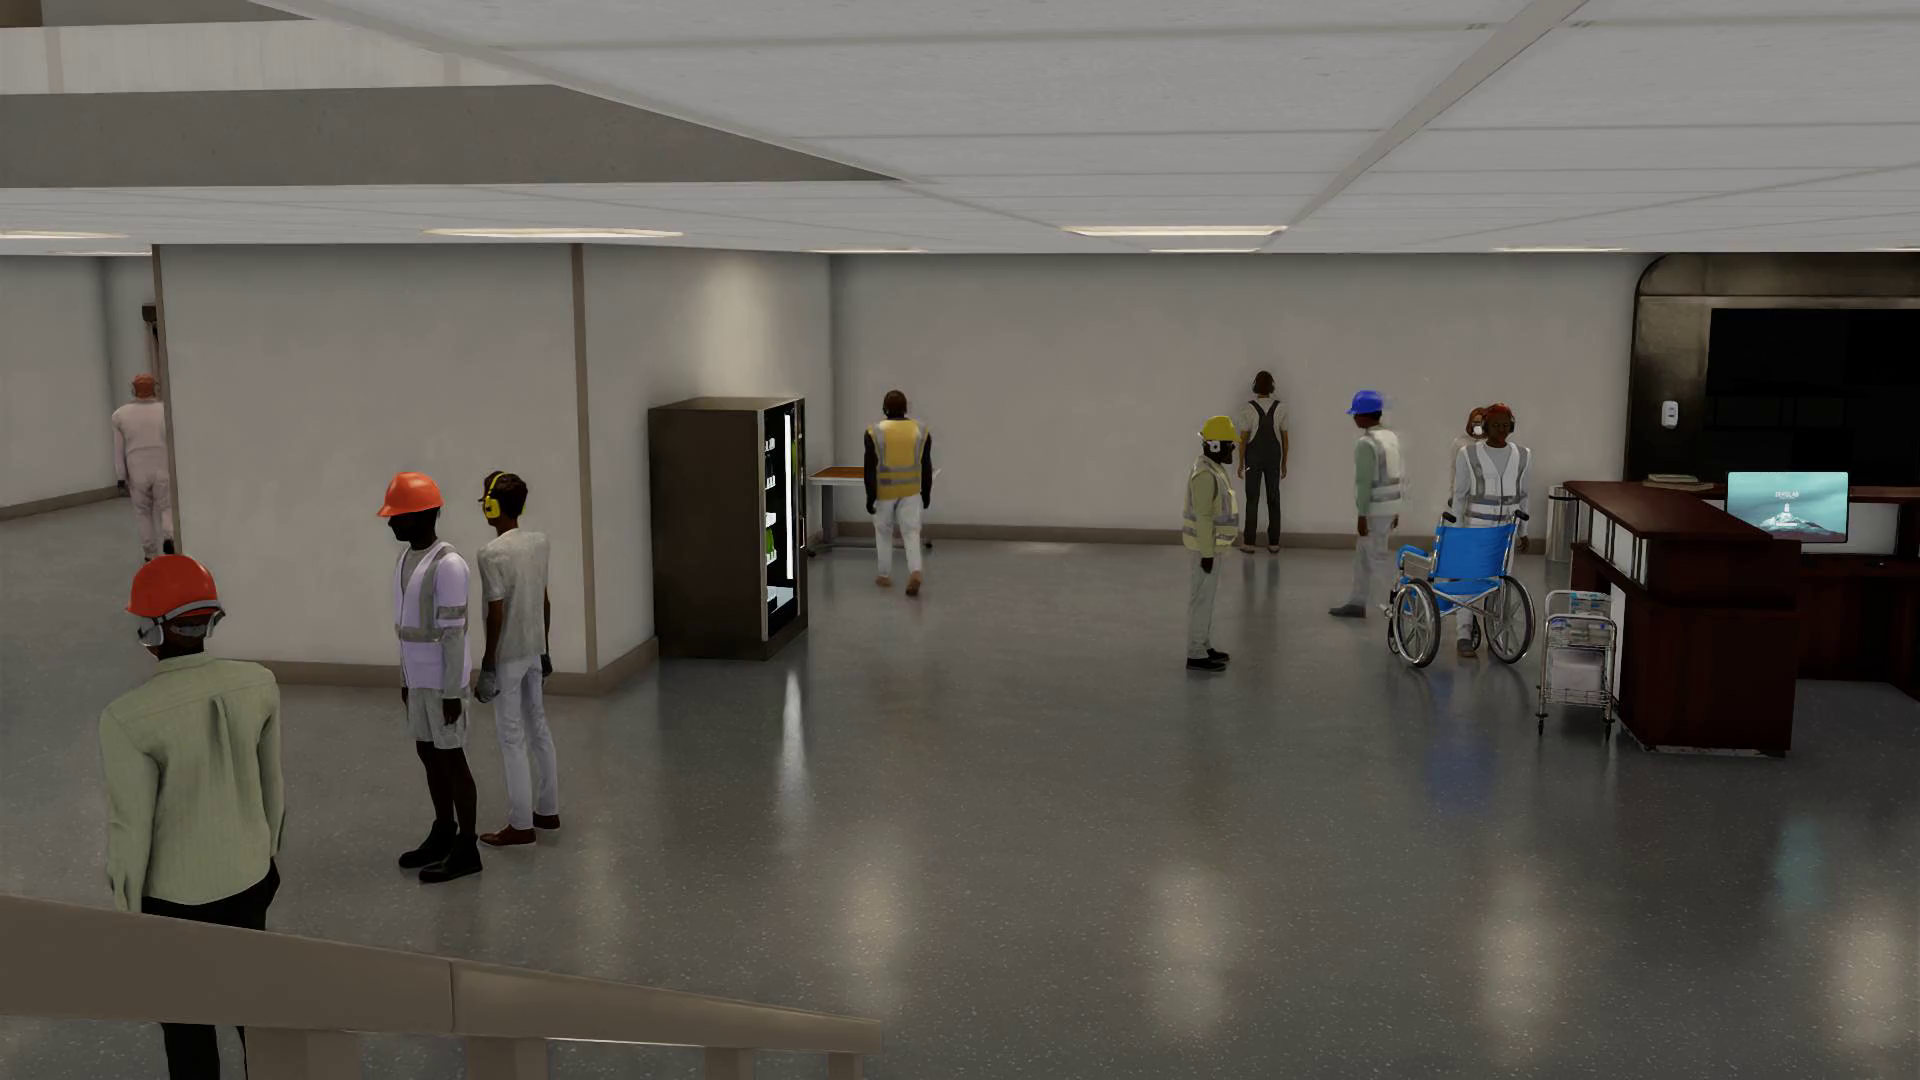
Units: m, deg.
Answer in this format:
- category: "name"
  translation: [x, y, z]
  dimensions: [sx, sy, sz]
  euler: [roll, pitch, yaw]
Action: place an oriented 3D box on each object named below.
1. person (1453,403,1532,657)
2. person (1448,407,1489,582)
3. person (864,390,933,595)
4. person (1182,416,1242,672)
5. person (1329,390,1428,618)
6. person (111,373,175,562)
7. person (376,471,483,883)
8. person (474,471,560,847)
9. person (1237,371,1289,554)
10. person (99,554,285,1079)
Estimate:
- category: "person"
  translation: [3.914, -0.071, 12.259]
  dimensions: [0.584, 1.882, 0.337]
  euler: [-1, 9, -6]
- category: "person"
  translation: [4.674, -0.392, 15.052]
  dimensions: [0.504, 1.627, 0.285]
  euler: [6, 11, 32]
- category: "person"
  translation: [-0.537, -0.426, 14.708]
  dimensions: [0.636, 1.809, 0.907]
  euler: [-3, 10, -16]
- category: "person"
  translation: [1.795, 0.022, 11.891]
  dimensions: [0.404, 1.825, 0.595]
  euler: [2, 9, 13]
- category: "person"
  translation: [3.424, -0.250, 13.334]
  dimensions: [0.875, 1.906, 0.650]
  euler: [7, 11, 35]
- category: "person"
  translation: [-7.736, -0.661, 15.946]
  dimensions: [0.661, 1.871, 0.842]
  euler: [-4, 10, -24]
- category: "person"
  translation: [-2.491, 0.637, 7.782]
  dimensions: [0.539, 1.929, 0.384]
  euler: [9, 13, 44]
- category: "person"
  translation: [-2.213, 0.588, 8.242]
  dimensions: [0.311, 1.869, 0.532]
  euler: [4, 10, 22]
- category: "person"
  translation: [3.042, -0.777, 16.730]
  dimensions: [0.507, 1.847, 0.345]
  euler: [0, 9, -1]
- category: "person"
  translation: [-2.351, 1.030, 5.131]
  dimensions: [0.381, 1.994, 0.614]
  euler: [4, 10, 25]
